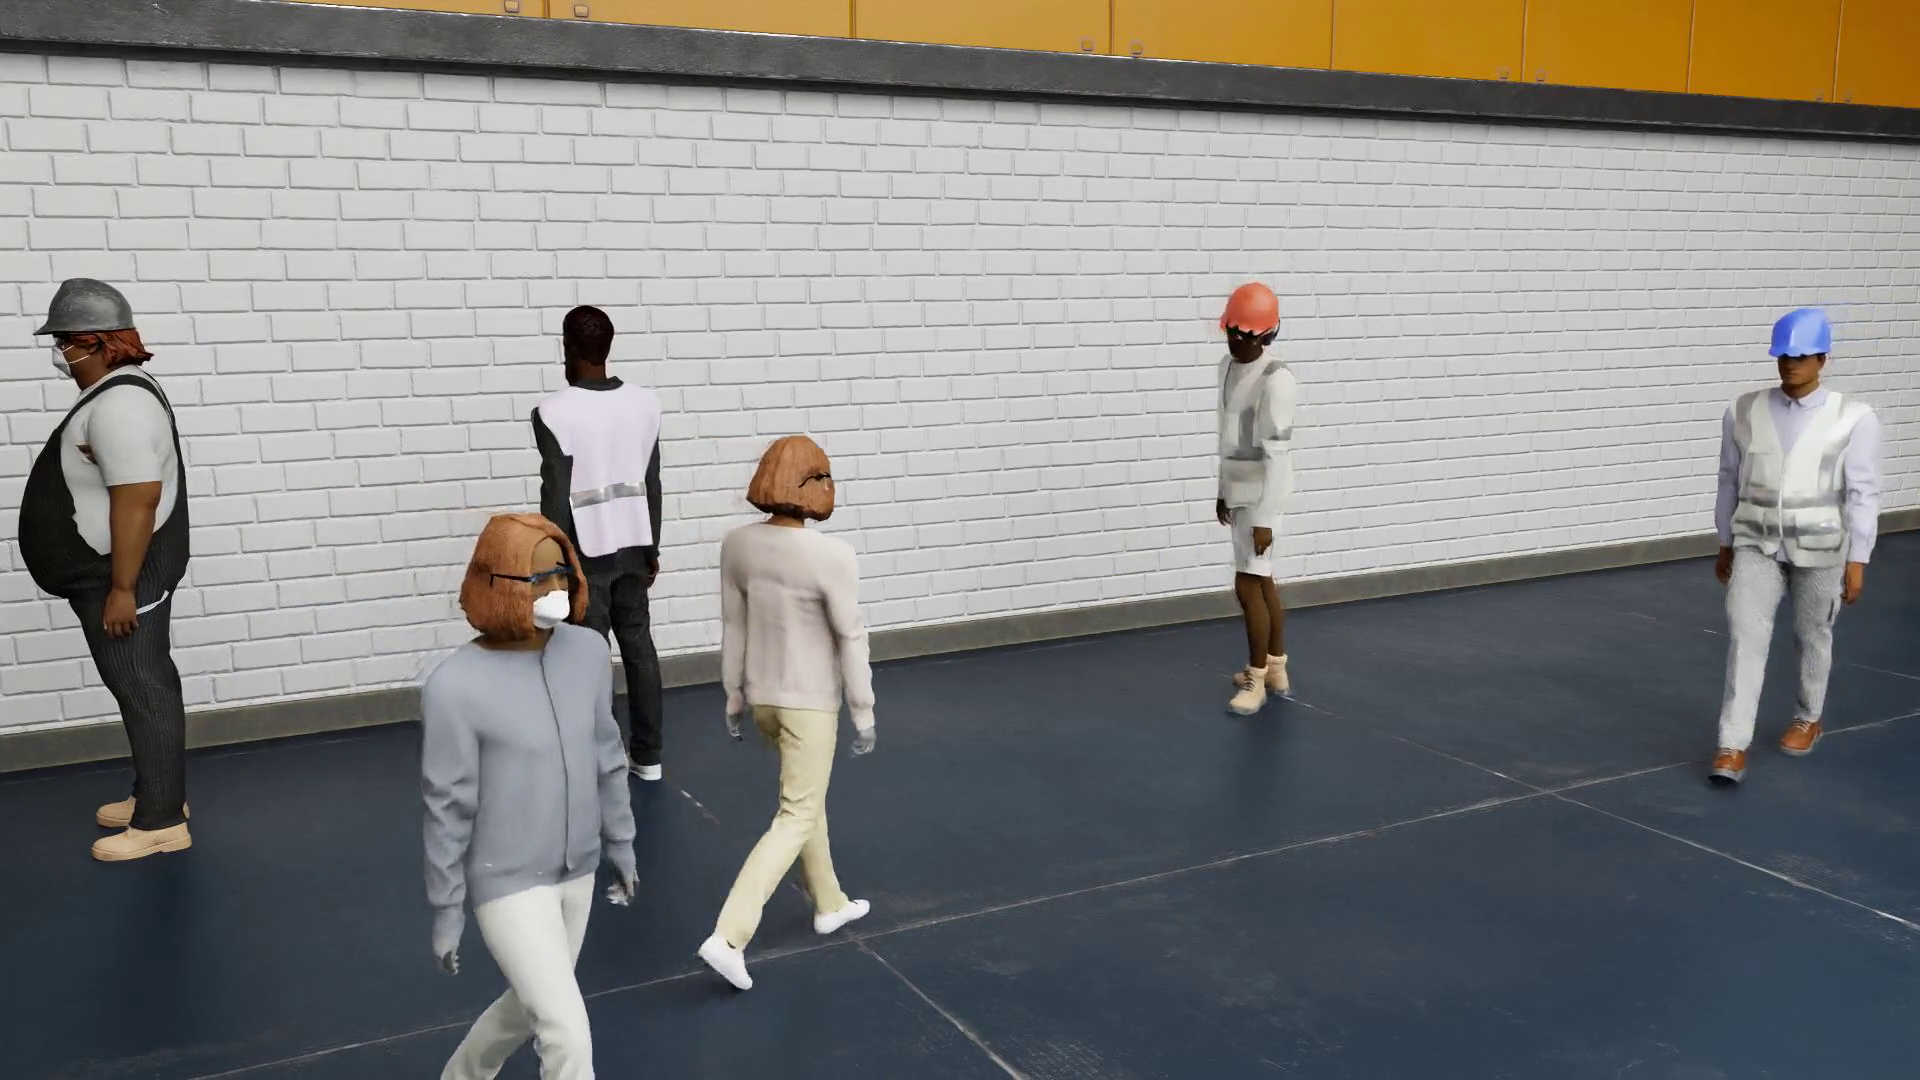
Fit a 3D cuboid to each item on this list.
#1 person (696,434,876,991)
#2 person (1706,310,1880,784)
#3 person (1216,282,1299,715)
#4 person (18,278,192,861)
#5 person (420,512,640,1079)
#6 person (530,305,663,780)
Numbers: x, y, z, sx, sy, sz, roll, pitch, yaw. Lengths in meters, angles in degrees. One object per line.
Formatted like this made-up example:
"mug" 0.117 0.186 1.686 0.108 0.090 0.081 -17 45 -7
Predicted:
"person" -0.516 0.488 4.900 0.510 1.601 0.800 7 12 36
"person" 3.381 0.018 6.768 0.630 1.895 0.994 8 13 39
"person" 1.378 -0.191 7.711 0.545 1.991 0.697 -2 10 -12
"person" -3.007 0.099 5.872 0.535 2.000 0.687 -4 11 -23
"person" -0.943 0.716 3.589 0.810 1.597 0.508 6 11 30
"person" -1.397 0.047 6.524 0.379 1.917 0.591 8 12 37
